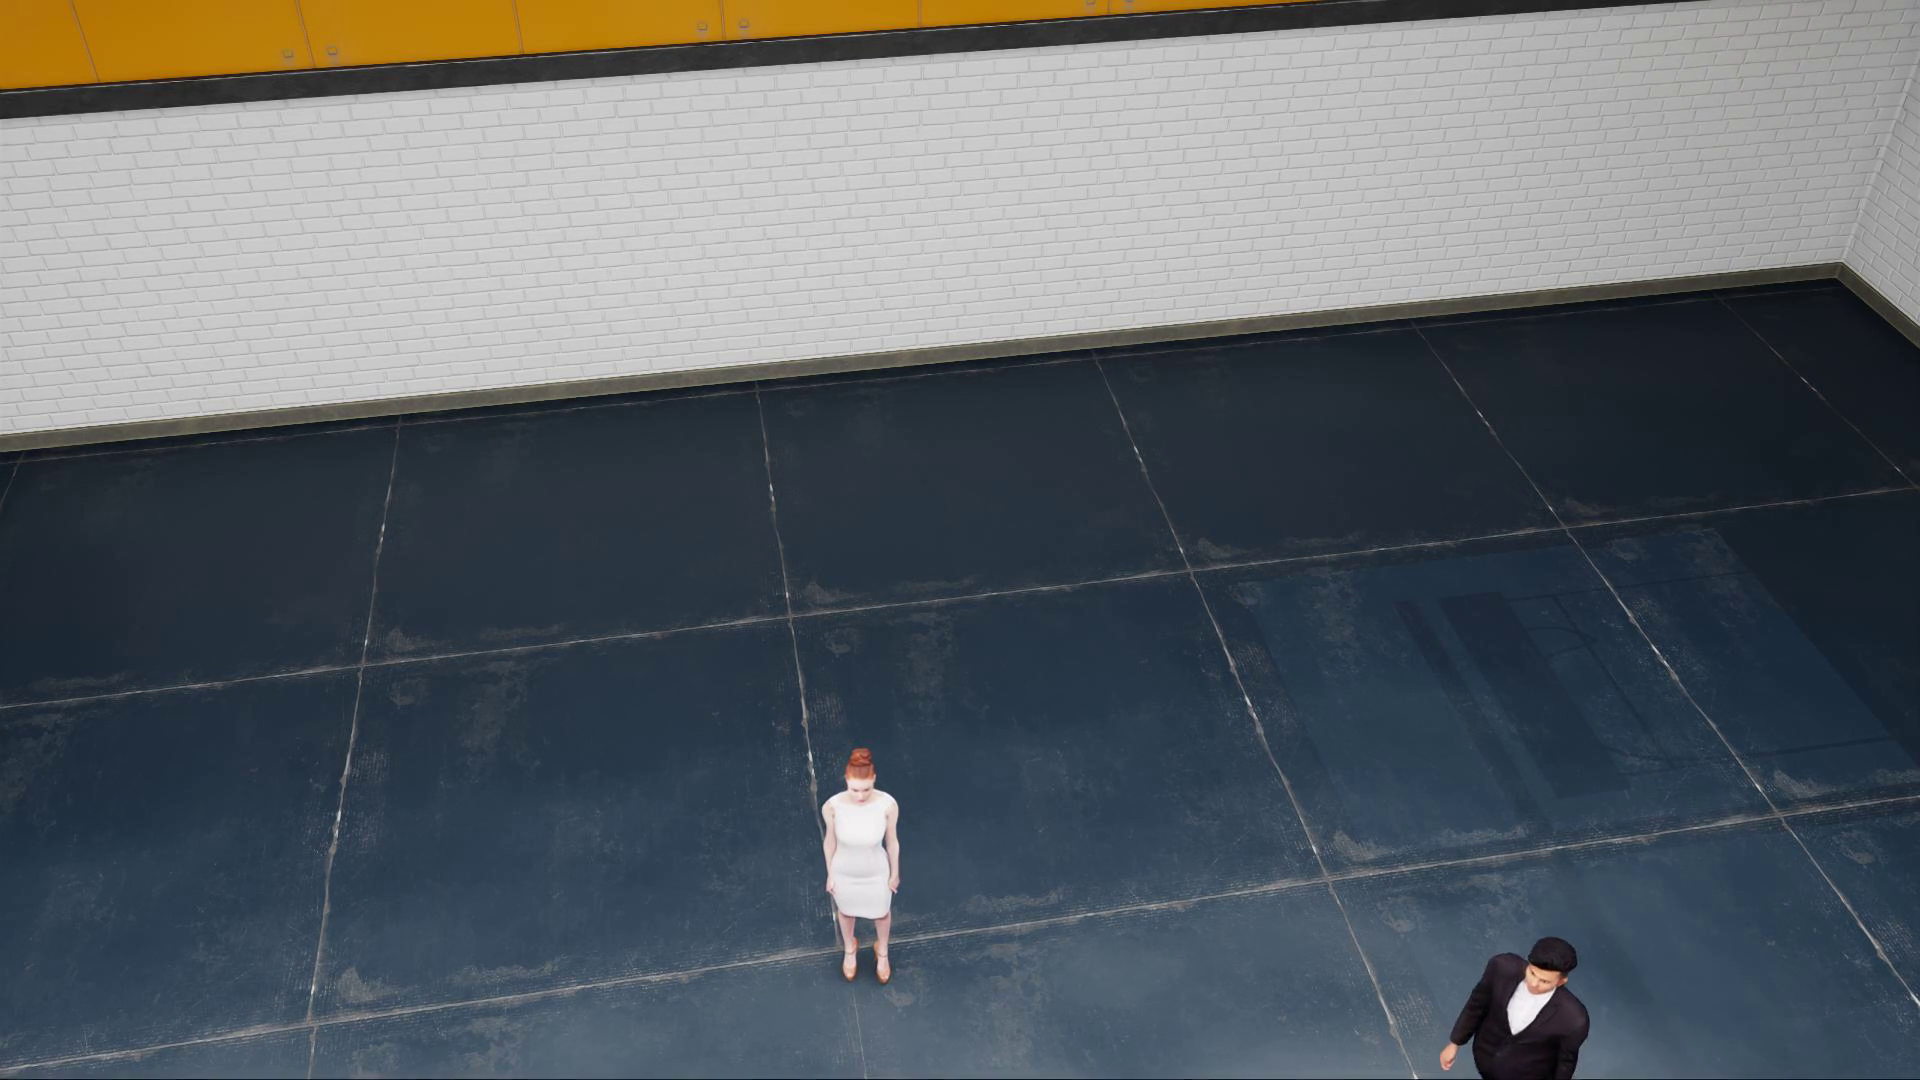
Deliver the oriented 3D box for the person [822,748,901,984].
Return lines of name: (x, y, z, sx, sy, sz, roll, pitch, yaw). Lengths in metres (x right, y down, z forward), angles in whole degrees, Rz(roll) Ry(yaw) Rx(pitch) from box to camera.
person: (-0.530, 1.791, 9.057, 0.585, 1.794, 0.534, 0, 39, -1)

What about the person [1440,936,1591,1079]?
person: (2.745, 2.501, 8.132, 1.106, 1.840, 1.274, -23, 44, -26)
